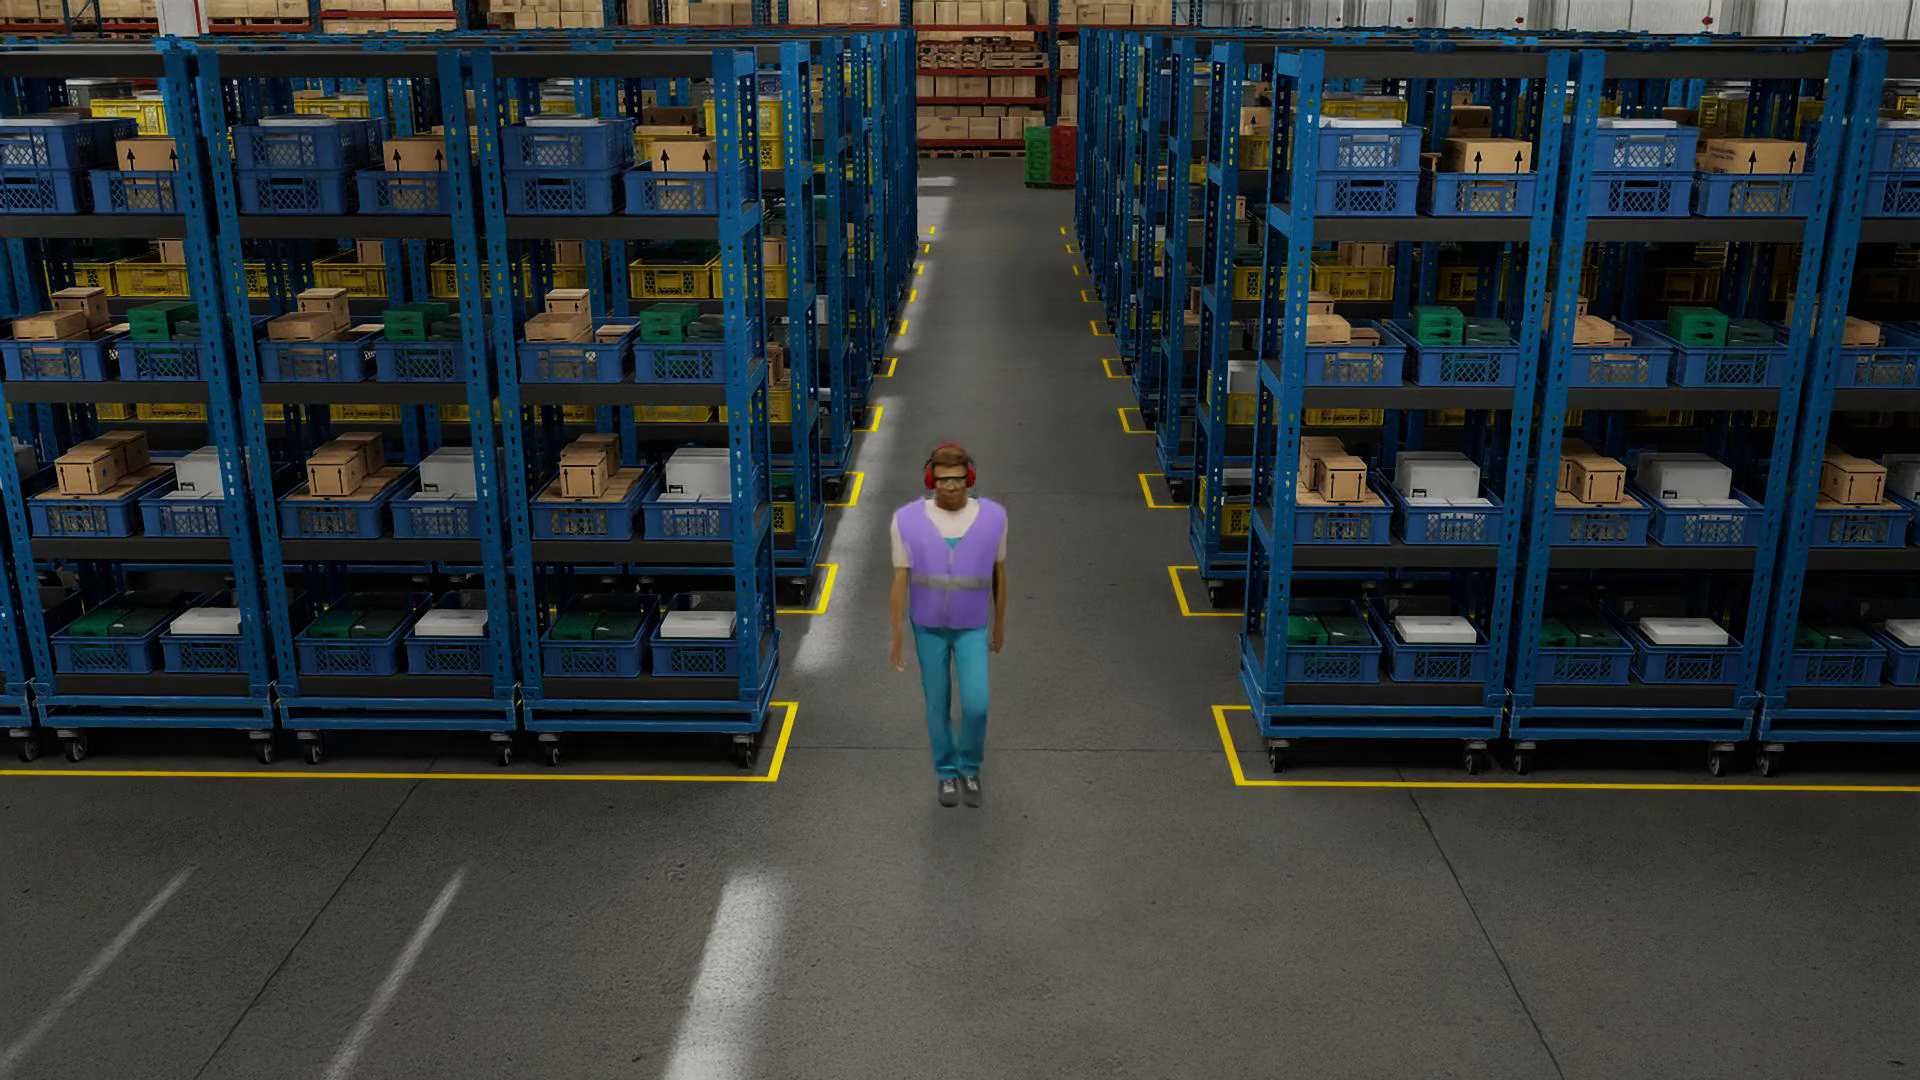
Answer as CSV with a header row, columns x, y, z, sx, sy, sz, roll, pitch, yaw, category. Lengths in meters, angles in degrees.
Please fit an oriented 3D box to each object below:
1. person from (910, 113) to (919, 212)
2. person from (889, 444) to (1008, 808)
x,y,z,sx,sy,sz,roll,pitch,yaw,category
-1.046,-7.474,32.918,0.623,1.989,0.401,-16,23,-41,person
-0.054,0.433,7.980,0.576,1.824,0.505,-1,17,-3,person
